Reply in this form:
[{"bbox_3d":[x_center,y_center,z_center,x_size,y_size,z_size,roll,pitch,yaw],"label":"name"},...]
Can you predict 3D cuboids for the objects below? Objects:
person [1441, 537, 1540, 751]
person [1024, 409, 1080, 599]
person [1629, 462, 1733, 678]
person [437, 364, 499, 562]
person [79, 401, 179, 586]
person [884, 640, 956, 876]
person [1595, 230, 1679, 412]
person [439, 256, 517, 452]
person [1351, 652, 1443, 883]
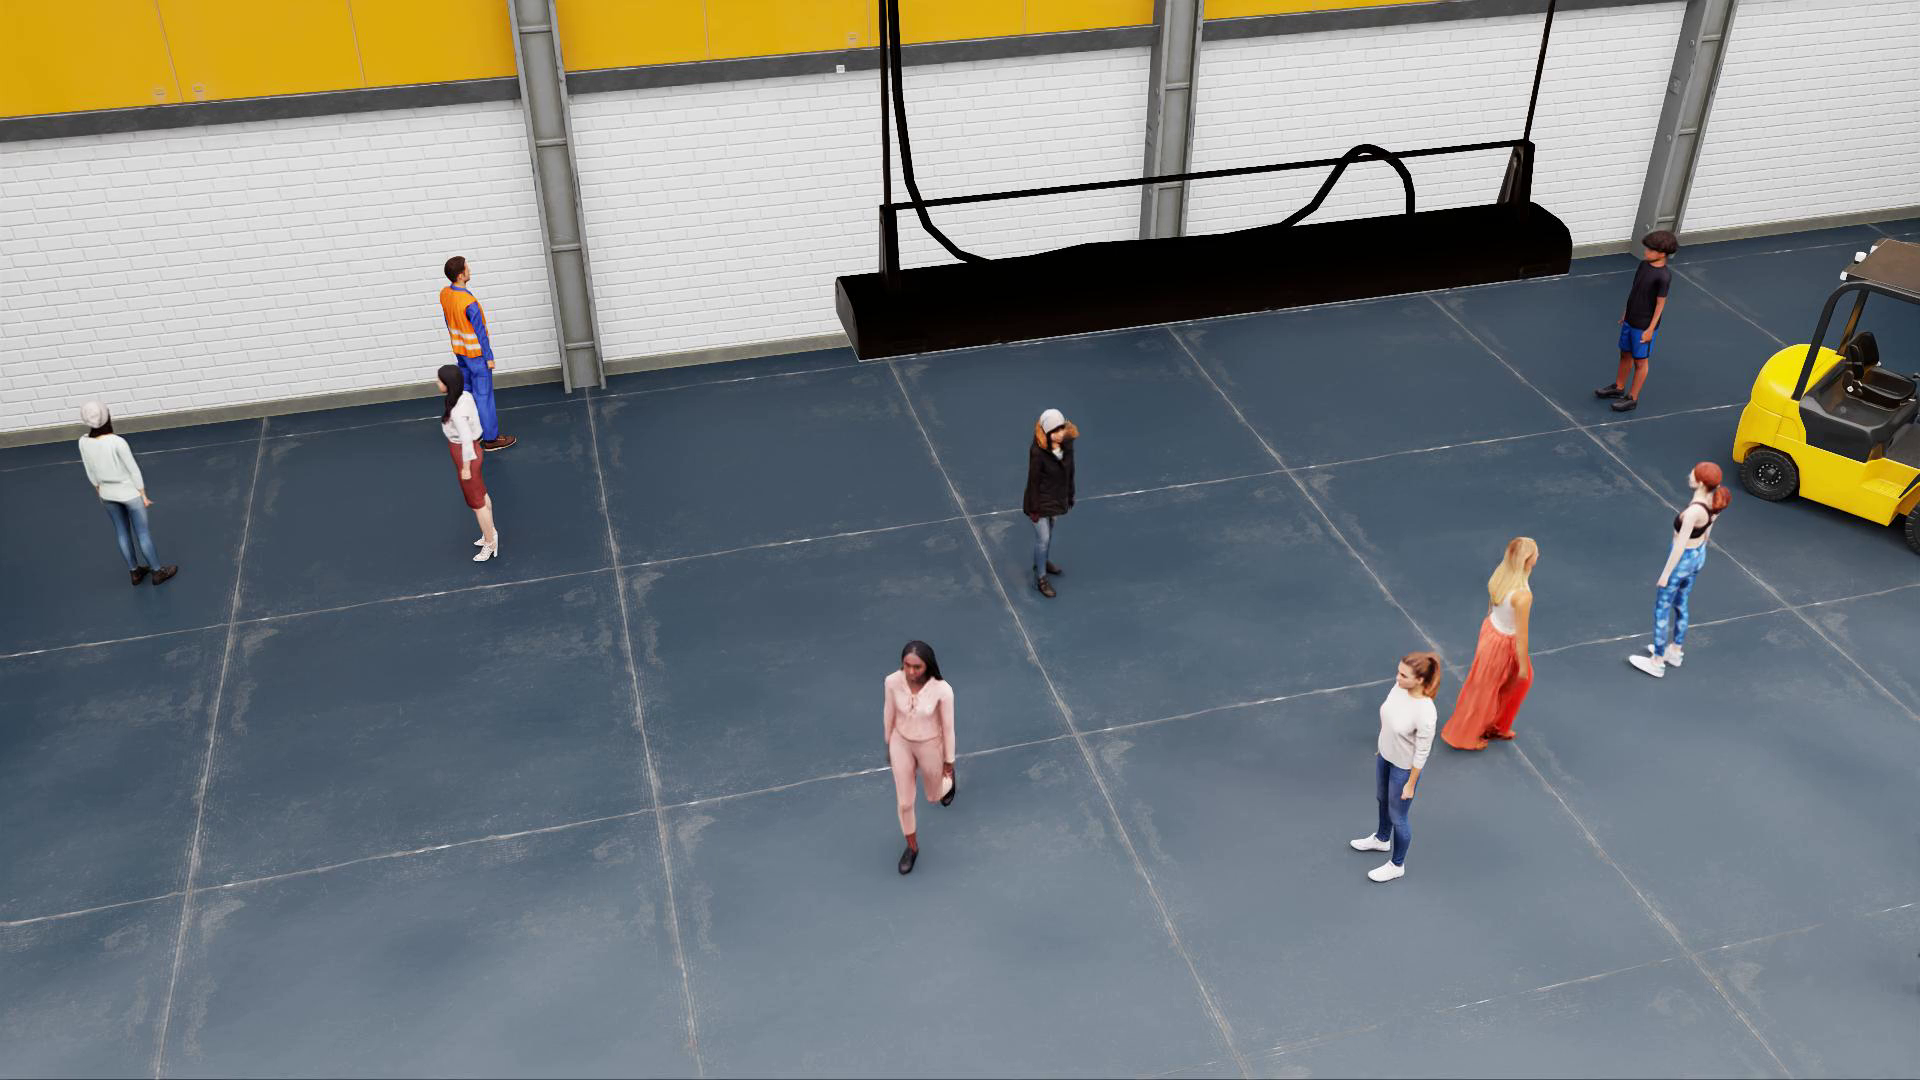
[{"bbox_3d":[3.572,0.741,11.349,0.903,1.791,0.778,1,34,1],"label":"person"},{"bbox_3d":[0.677,-0.364,13.167,0.819,1.618,0.762,26,41,33],"label":"person"},{"bbox_3d":[5.287,0.214,12.152,0.614,1.780,0.716,-23,40,-30],"label":"person"},{"bbox_3d":[-3.973,-0.625,13.442,0.527,1.749,0.616,-6,34,-9],"label":"person"},{"bbox_3d":[-6.639,-0.377,13.164,0.555,1.644,0.690,4,34,6],"label":"person"},{"bbox_3d":[-0.228,1.299,10.592,1.040,1.701,1.010,10,35,15],"label":"person"},{"bbox_3d":[6.397,-2.071,15.579,0.558,1.792,0.606,-7,34,-10],"label":"person"},{"bbox_3d":[-4.380,-1.679,14.925,0.784,1.864,0.808,25,41,32],"label":"person"},{"bbox_3d":[2.762,1.401,10.420,0.535,1.721,0.627,-6,34,-9],"label":"person"}]
